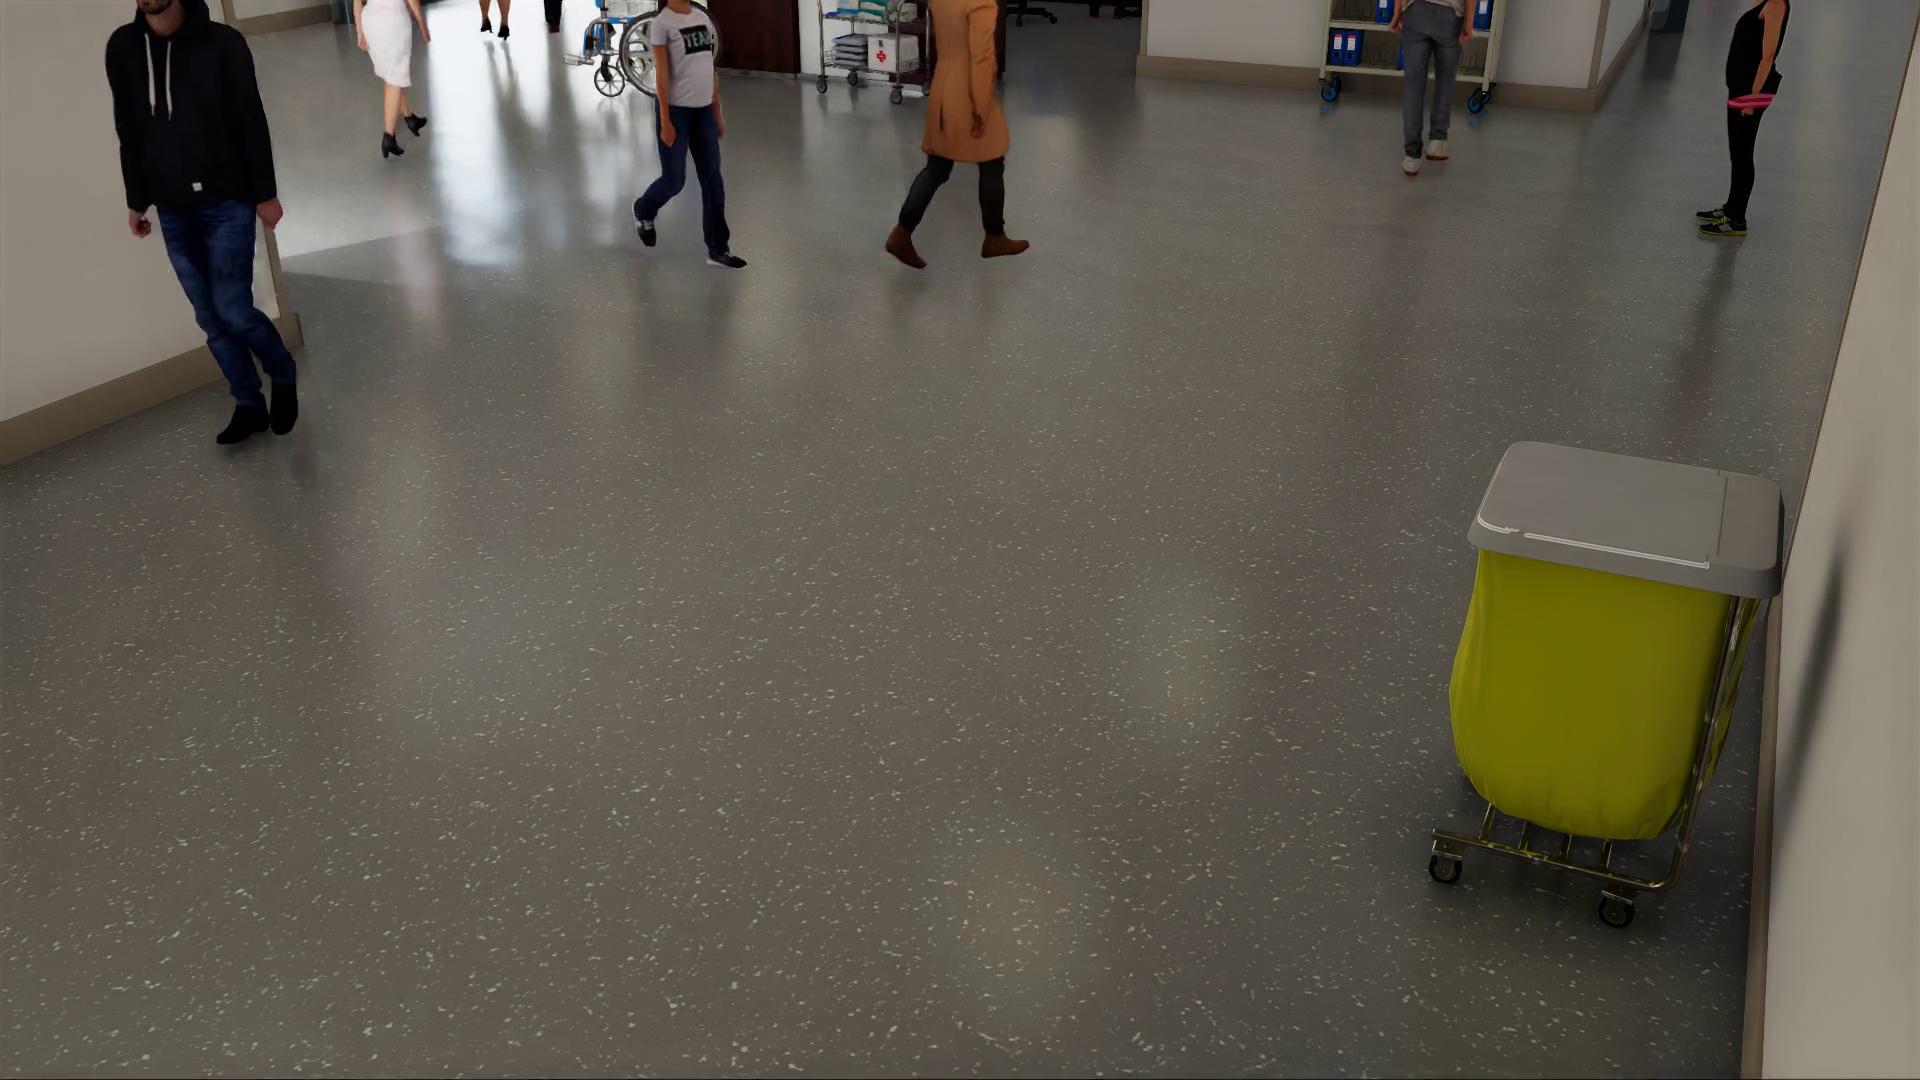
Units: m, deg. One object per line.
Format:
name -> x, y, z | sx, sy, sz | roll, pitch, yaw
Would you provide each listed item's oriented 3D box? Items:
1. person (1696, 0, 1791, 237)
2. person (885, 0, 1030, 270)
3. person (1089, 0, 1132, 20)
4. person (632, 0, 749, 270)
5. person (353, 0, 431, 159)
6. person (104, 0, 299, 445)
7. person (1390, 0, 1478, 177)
person -> 4.270, -2.440, 8.963 | 0.515, 1.553, 0.560 | 9, 27, 18
person -> -0.061, -2.159, 8.158 | 1.025, 1.704, 1.131 | -19, 32, -35
person -> 1.451, -5.987, 15.958 | 0.607, 1.865, 0.786 | 6, 26, 12
person -> -1.420, -2.156, 8.382 | 1.013, 1.546, 0.719 | 21, 33, 36
person -> -3.659, -3.193, 10.565 | 0.958, 1.518, 0.758 | 6, 26, 12
person -> -2.758, -1.279, 6.186 | 0.686, 1.874, 0.815 | 3, 26, 7
person -> 2.861, -3.159, 10.077 | 0.720, 1.879, 0.786 | 6, 26, 12
